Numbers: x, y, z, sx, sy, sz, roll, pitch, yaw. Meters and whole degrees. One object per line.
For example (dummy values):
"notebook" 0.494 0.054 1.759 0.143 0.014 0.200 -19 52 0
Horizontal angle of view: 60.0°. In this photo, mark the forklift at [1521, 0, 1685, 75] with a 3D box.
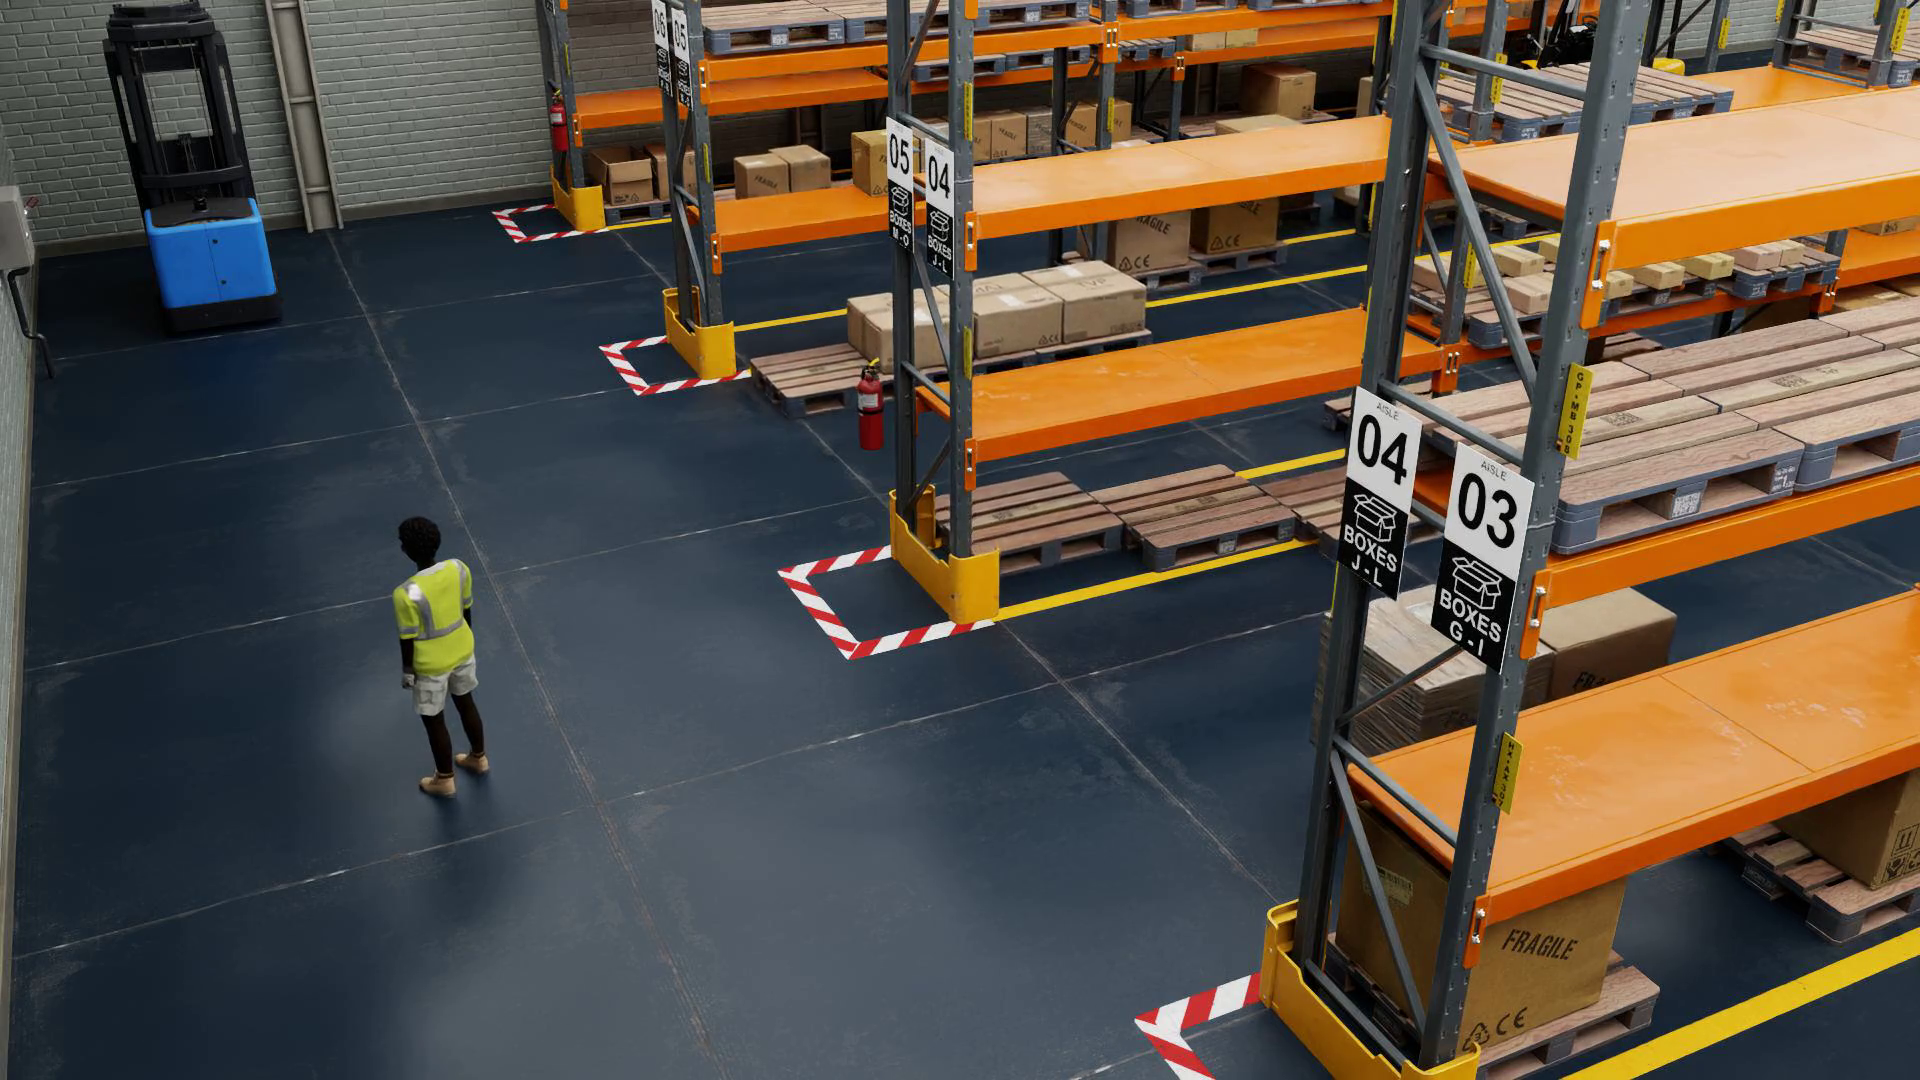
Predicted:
"forklift" 8.950 -6.807 23.056 1.214 2.155 2.313 -12 30 -22

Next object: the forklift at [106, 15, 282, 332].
"forklift" -7.548 -3.672 16.323 1.129 2.768 1.873 -12 30 -22

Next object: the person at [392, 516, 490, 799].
"person" -2.906 0.649 9.318 0.320 1.686 0.538 14 31 25

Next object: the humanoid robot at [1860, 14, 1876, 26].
"humanoid robot" 14.246 -8.099 26.028 0.776 1.782 0.570 8 29 15
